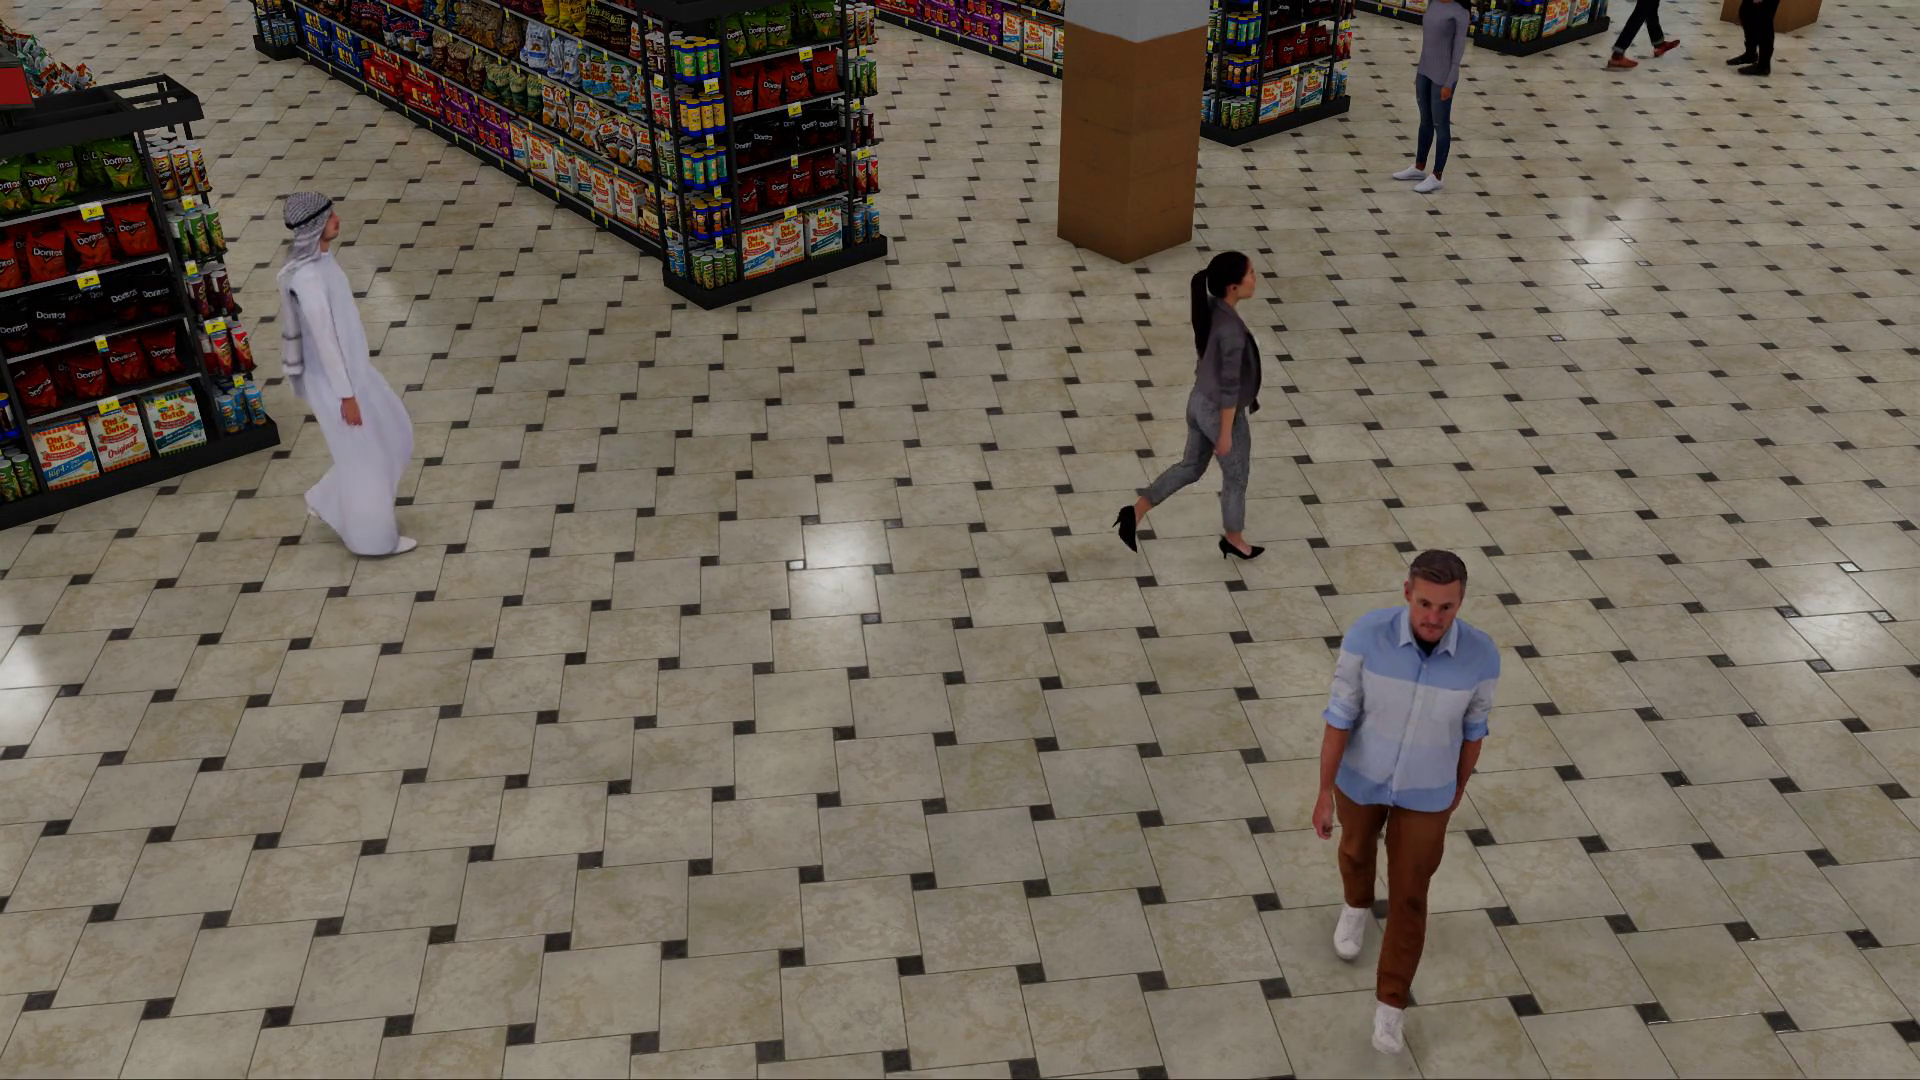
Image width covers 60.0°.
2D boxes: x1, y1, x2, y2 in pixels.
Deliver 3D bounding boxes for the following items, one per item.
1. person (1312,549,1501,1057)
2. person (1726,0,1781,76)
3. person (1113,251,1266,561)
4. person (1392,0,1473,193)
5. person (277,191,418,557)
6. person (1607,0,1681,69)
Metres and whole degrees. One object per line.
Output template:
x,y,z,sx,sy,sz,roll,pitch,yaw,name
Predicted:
1.481,0.764,5.690,1.099,1.796,1.072,10,33,16,person
7.458,-5.095,15.188,0.854,1.710,0.826,14,35,21,person
1.151,-0.583,7.990,0.982,1.655,1.058,-6,32,-10,person
3.659,-3.544,12.672,0.737,1.735,0.596,-9,33,-14,person
-3.078,-0.748,8.008,0.940,1.915,0.904,-6,32,-9,person
6.337,-5.249,15.377,1.062,1.772,1.176,-8,33,-13,person
